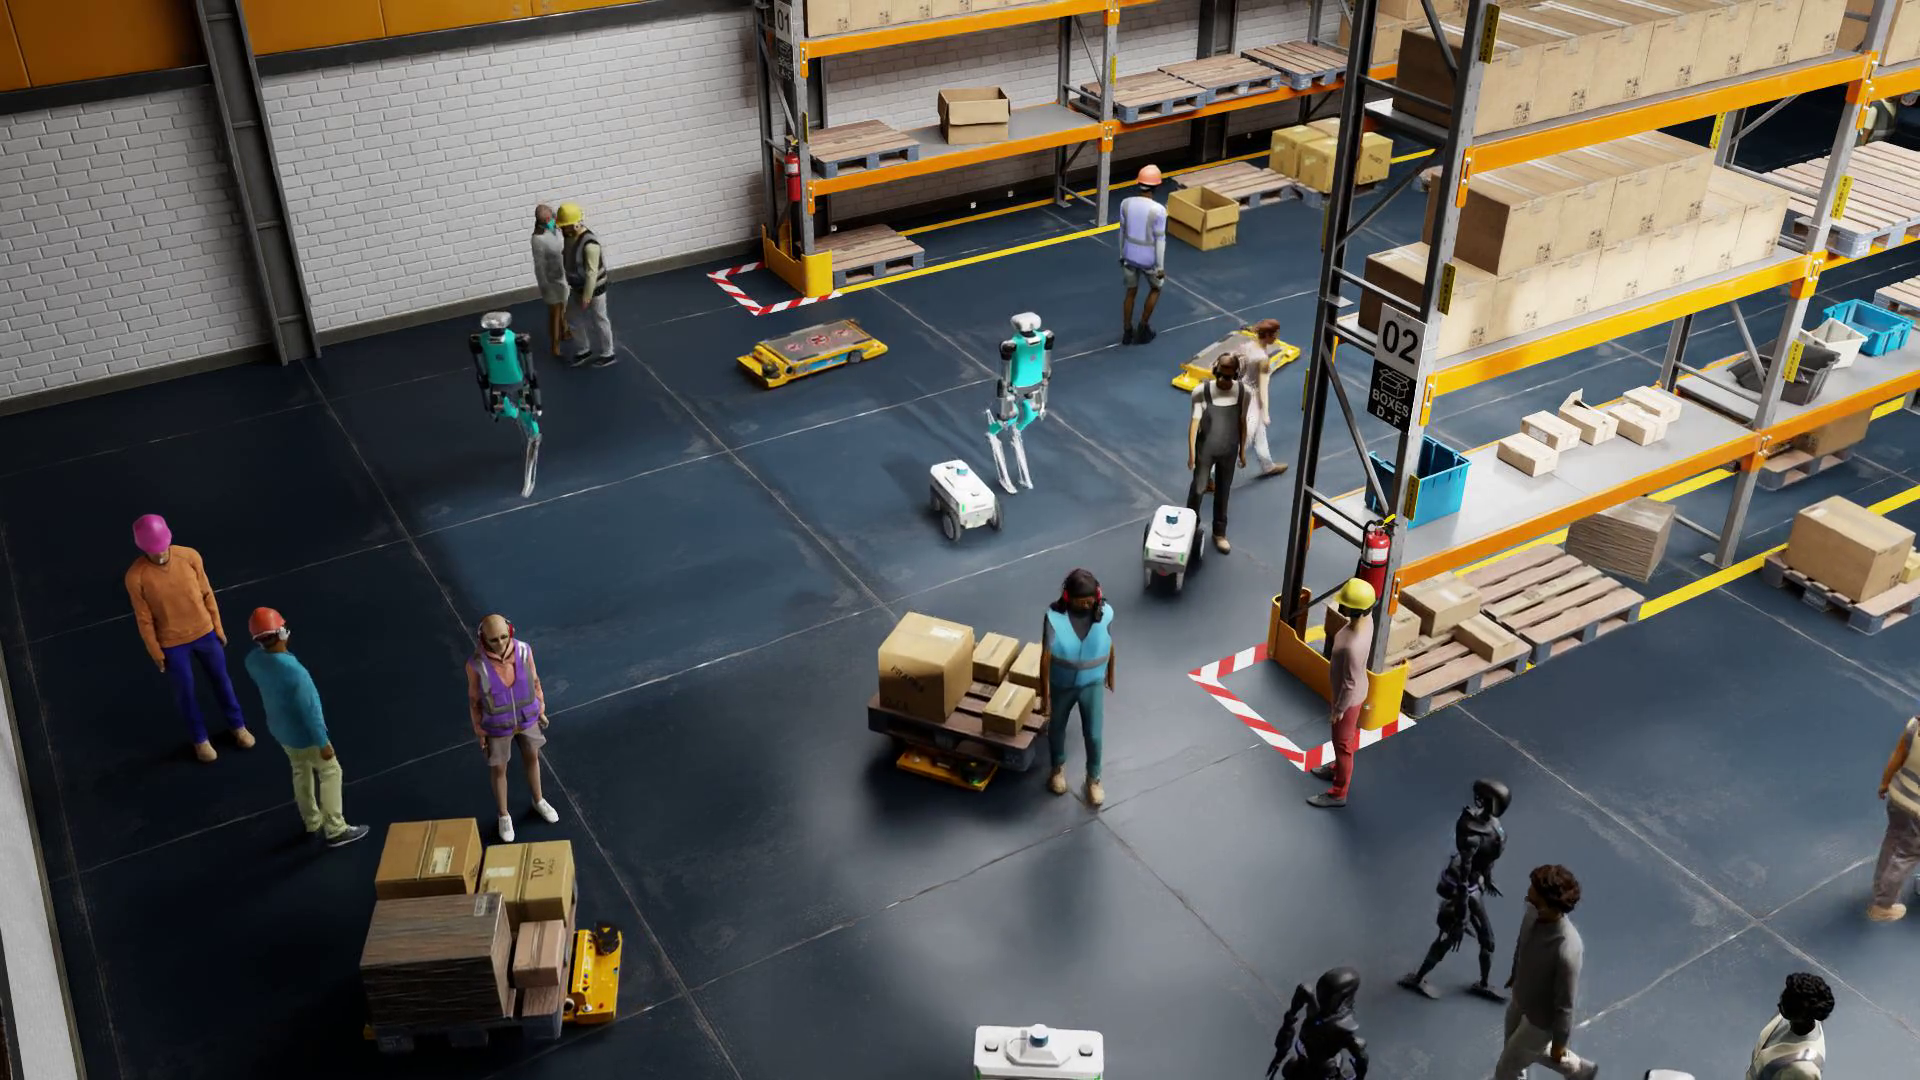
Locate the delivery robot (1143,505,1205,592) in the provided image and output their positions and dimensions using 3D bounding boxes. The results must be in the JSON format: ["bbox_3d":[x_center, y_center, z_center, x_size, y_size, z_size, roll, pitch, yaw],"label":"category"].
[{"bbox_3d":[1.744,0.024,13.775,0.499,0.593,0.789,8,33,13],"label":"delivery robot"}]

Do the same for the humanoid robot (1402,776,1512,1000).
[{"bbox_3d":[2.959,2.051,9.504,0.679,1.632,0.598,18,36,26],"label":"humanoid robot"}]

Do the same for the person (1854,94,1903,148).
[{"bbox_3d":[11.021,-4.714,20.129,0.562,1.836,0.379,-21,38,-29],"label":"person"}]

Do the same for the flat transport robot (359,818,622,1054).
[{"bbox_3d":[-2.764,2.621,9.904,1.431,0.231,0.659,-3,32,-5],"label":"flat transport robot"}]

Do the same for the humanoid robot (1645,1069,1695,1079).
[{"bbox_3d":[2.983,3.097,7.765,1.019,1.740,0.567,3,32,5],"label":"humanoid robot"}]

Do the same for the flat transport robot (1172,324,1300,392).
[{"bbox_3d":[2.827,-1.803,16.960,0.659,0.231,1.431,23,39,32],"label":"flat transport robot"}]

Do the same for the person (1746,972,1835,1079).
[{"bbox_3d":[4.052,2.798,8.282,0.321,1.691,0.532,10,33,15],"label":"person"}]

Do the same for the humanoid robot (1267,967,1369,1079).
[{"bbox_3d":[1.785,2.745,8.380,0.484,1.640,0.600,-19,37,-27],"label":"humanoid robot"}]

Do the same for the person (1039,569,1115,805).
[{"bbox_3d":[0.783,0.950,11.085,0.535,1.856,0.415,-1,32,-1],"label":"person"}]

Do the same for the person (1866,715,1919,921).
[{"bbox_3d":[5.910,1.601,10.128,0.460,1.765,0.535,-13,34,-20],"label":"person"}]

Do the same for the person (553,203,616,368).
[{"bbox_3d":[-3.799,-2.529,16.675,0.621,1.804,0.590,-25,40,-34],"label":"person"}]

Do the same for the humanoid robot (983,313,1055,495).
[{"bbox_3d":[0.453,-1.229,14.647,0.531,1.778,0.689,-19,37,-27],"label":"humanoid robot"}]

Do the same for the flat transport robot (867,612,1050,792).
[{"bbox_3d":[0.131,1.263,12.070,0.659,0.231,1.431,13,34,20],"label":"flat transport robot"}]

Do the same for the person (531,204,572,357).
[{"bbox_3d":[-4.131,-2.731,17.159,0.407,1.633,0.656,16,36,24],"label":"person"}]

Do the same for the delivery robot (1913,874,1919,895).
[{"bbox_3d":[6.470,2.091,10.479,0.766,0.594,0.529,-10,33,-15],"label":"delivery robot"}]

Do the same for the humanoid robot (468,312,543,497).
[{"bbox_3d":[-3.932,-1.347,14.867,0.544,1.769,0.956,0,32,1],"label":"humanoid robot"}]

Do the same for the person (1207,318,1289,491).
[{"bbox_3d":[2.587,-1.217,14.750,0.818,1.626,0.504,-4,32,-7],"label":"person"}]

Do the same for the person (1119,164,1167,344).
[{"bbox_3d":[1.904,-2.940,17.214,0.588,1.920,0.436,23,39,32],"label":"person"}]

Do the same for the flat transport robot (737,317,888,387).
[{"bbox_3d":[-1.523,-1.948,17.191,1.431,0.231,0.659,-21,38,-29],"label":"flat transport robot"}]

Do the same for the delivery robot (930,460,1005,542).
[{"bbox_3d":[0.024,-0.386,14.414,0.499,0.577,0.769,-14,35,-21],"label":"delivery robot"}]

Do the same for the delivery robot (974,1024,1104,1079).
[{"bbox_3d":[0.438,2.909,9.166,0.783,0.584,0.499,2,32,3],"label":"delivery robot"}]

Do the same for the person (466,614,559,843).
[{"bbox_3d":[-2.928,1.194,10.837,0.481,1.694,0.347,-20,37,-28],"label":"person"}]

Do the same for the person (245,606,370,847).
[{"bbox_3d":[-4.291,1.206,10.803,0.606,1.716,0.354,18,36,27],"label":"person"}]

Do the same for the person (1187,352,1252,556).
[{"bbox_3d":[2.129,-0.722,13.756,0.505,1.842,0.352,-3,32,-6],"label":"person"}]

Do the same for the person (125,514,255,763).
[{"bbox_3d":[-5.333,0.659,11.436,0.517,1.973,0.401,-25,40,-34],"label":"person"}]

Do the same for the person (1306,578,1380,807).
[{"bbox_3d":[2.554,1.008,11.067,0.306,1.768,0.523,9,33,14],"label":"person"}]

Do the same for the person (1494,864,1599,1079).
[{"bbox_3d":[3.109,2.413,8.731,0.732,1.867,0.585,-3,32,-5],"label":"person"}]
